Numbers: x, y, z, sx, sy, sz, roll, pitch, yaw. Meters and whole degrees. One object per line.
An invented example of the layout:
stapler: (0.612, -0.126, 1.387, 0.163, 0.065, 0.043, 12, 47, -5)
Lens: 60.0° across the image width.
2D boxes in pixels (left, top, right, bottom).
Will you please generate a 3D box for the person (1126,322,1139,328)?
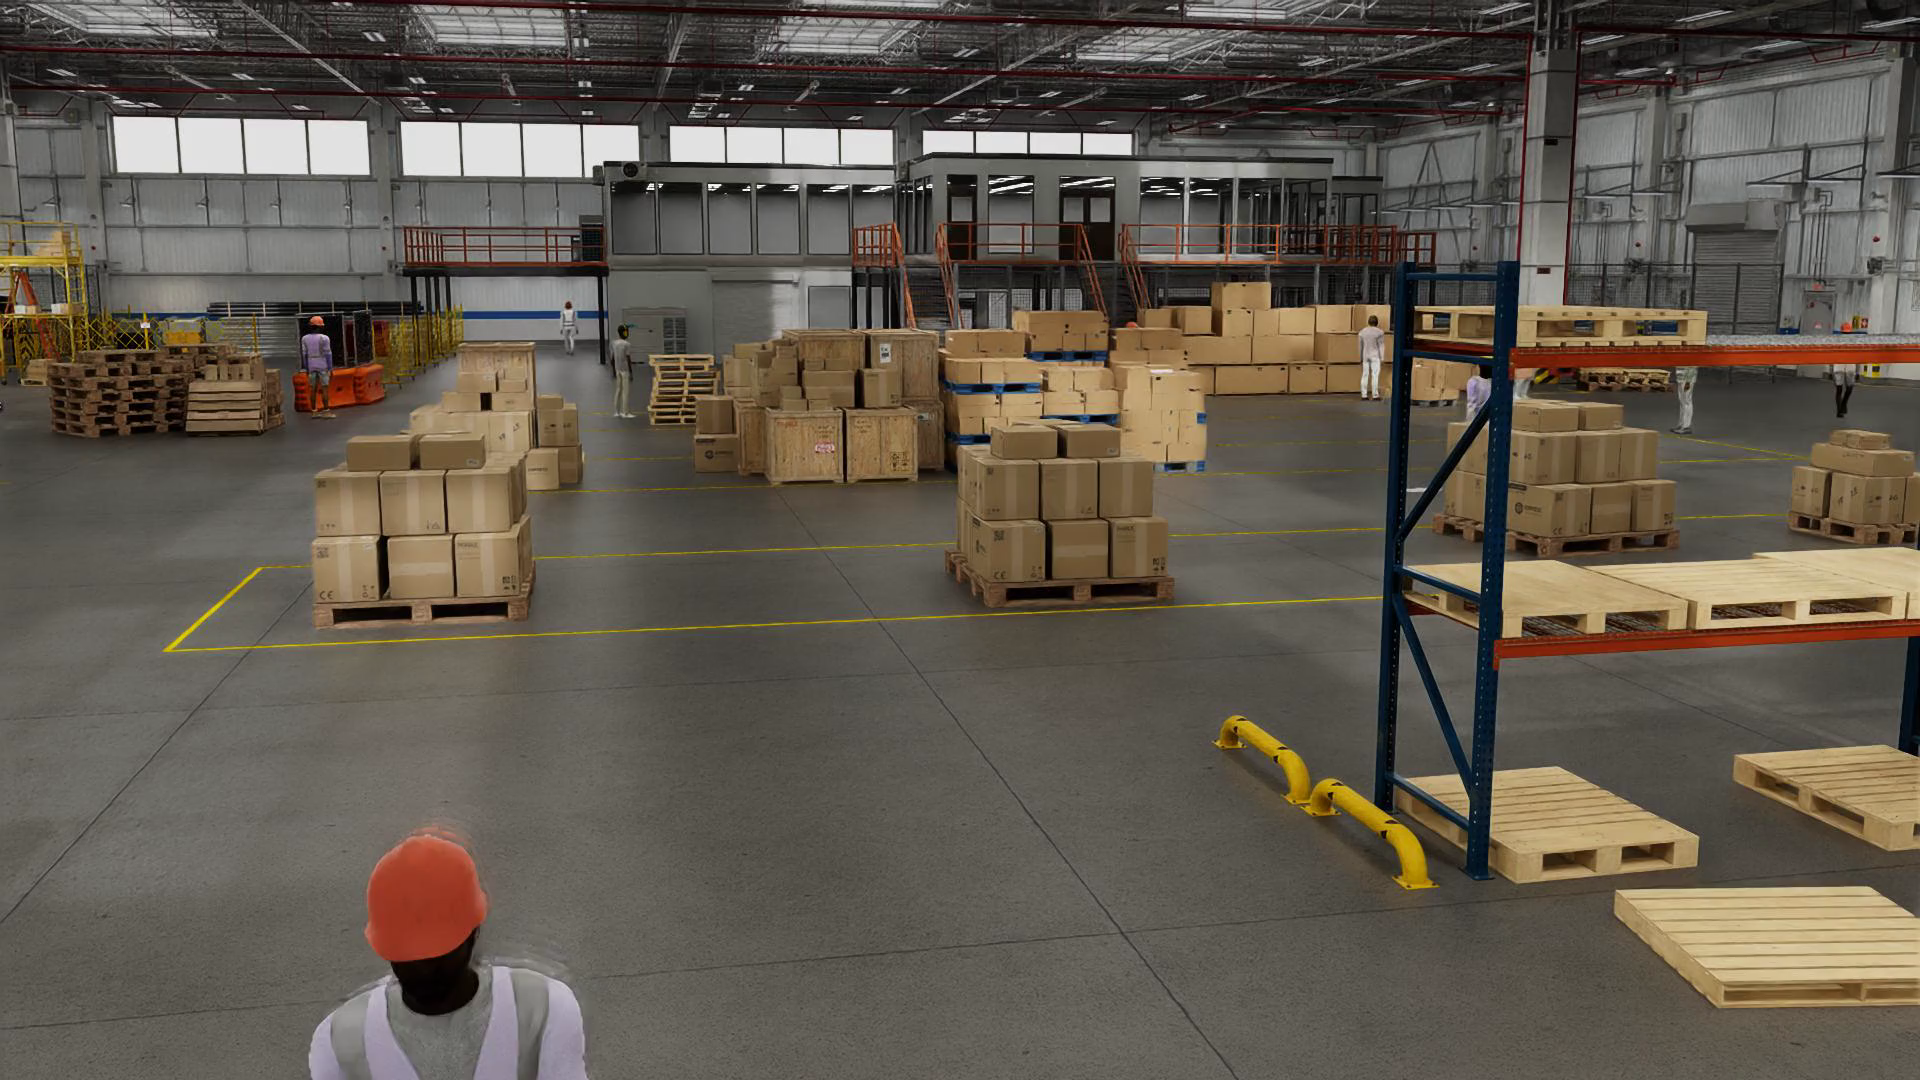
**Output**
person: (3.315, -3.163, 31.685, 0.733, 1.966, 0.566, -7, 12, -37)

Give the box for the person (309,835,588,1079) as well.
person: (-1.051, 1.497, 3.532, 0.559, 1.896, 0.989, -3, 10, -18)

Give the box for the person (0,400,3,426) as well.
person: (-15.391, -2.205, 26.200, 0.484, 1.853, 0.545, 6, 11, 31)

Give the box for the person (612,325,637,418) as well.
person: (-6.732, -3.363, 33.213, 0.534, 1.864, 0.310, 7, 12, 37)

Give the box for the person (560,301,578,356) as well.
person: (-13.325, -7.207, 56.722, 0.587, 1.854, 0.906, -2, 10, -15)

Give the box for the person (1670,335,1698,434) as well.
person: (13.088, -2.884, 30.039, 0.406, 1.945, 0.613, 2, 10, 12)

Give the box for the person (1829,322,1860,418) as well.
person: (17.709, -3.410, 33.308, 0.570, 1.919, 0.461, 4, 10, 23)

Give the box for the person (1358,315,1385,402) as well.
person: (9.232, -4.070, 37.297, 0.628, 1.940, 0.373, 8, 13, 42)

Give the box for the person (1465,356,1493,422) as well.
person: (6.791, -1.499, 21.658, 0.385, 1.928, 0.589, 9, 13, 44)

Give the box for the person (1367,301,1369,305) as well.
person: (12.657, -6.397, 51.325, 0.613, 1.988, 0.398, -8, 12, -41)

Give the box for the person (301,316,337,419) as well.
person: (-12.678, -3.402, 32.906, 0.612, 2.043, 0.374, 2, 9, 10)

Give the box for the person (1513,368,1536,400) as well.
person: (10.694, -3.111, 31.541, 0.607, 1.908, 0.488, -4, 10, -23)
